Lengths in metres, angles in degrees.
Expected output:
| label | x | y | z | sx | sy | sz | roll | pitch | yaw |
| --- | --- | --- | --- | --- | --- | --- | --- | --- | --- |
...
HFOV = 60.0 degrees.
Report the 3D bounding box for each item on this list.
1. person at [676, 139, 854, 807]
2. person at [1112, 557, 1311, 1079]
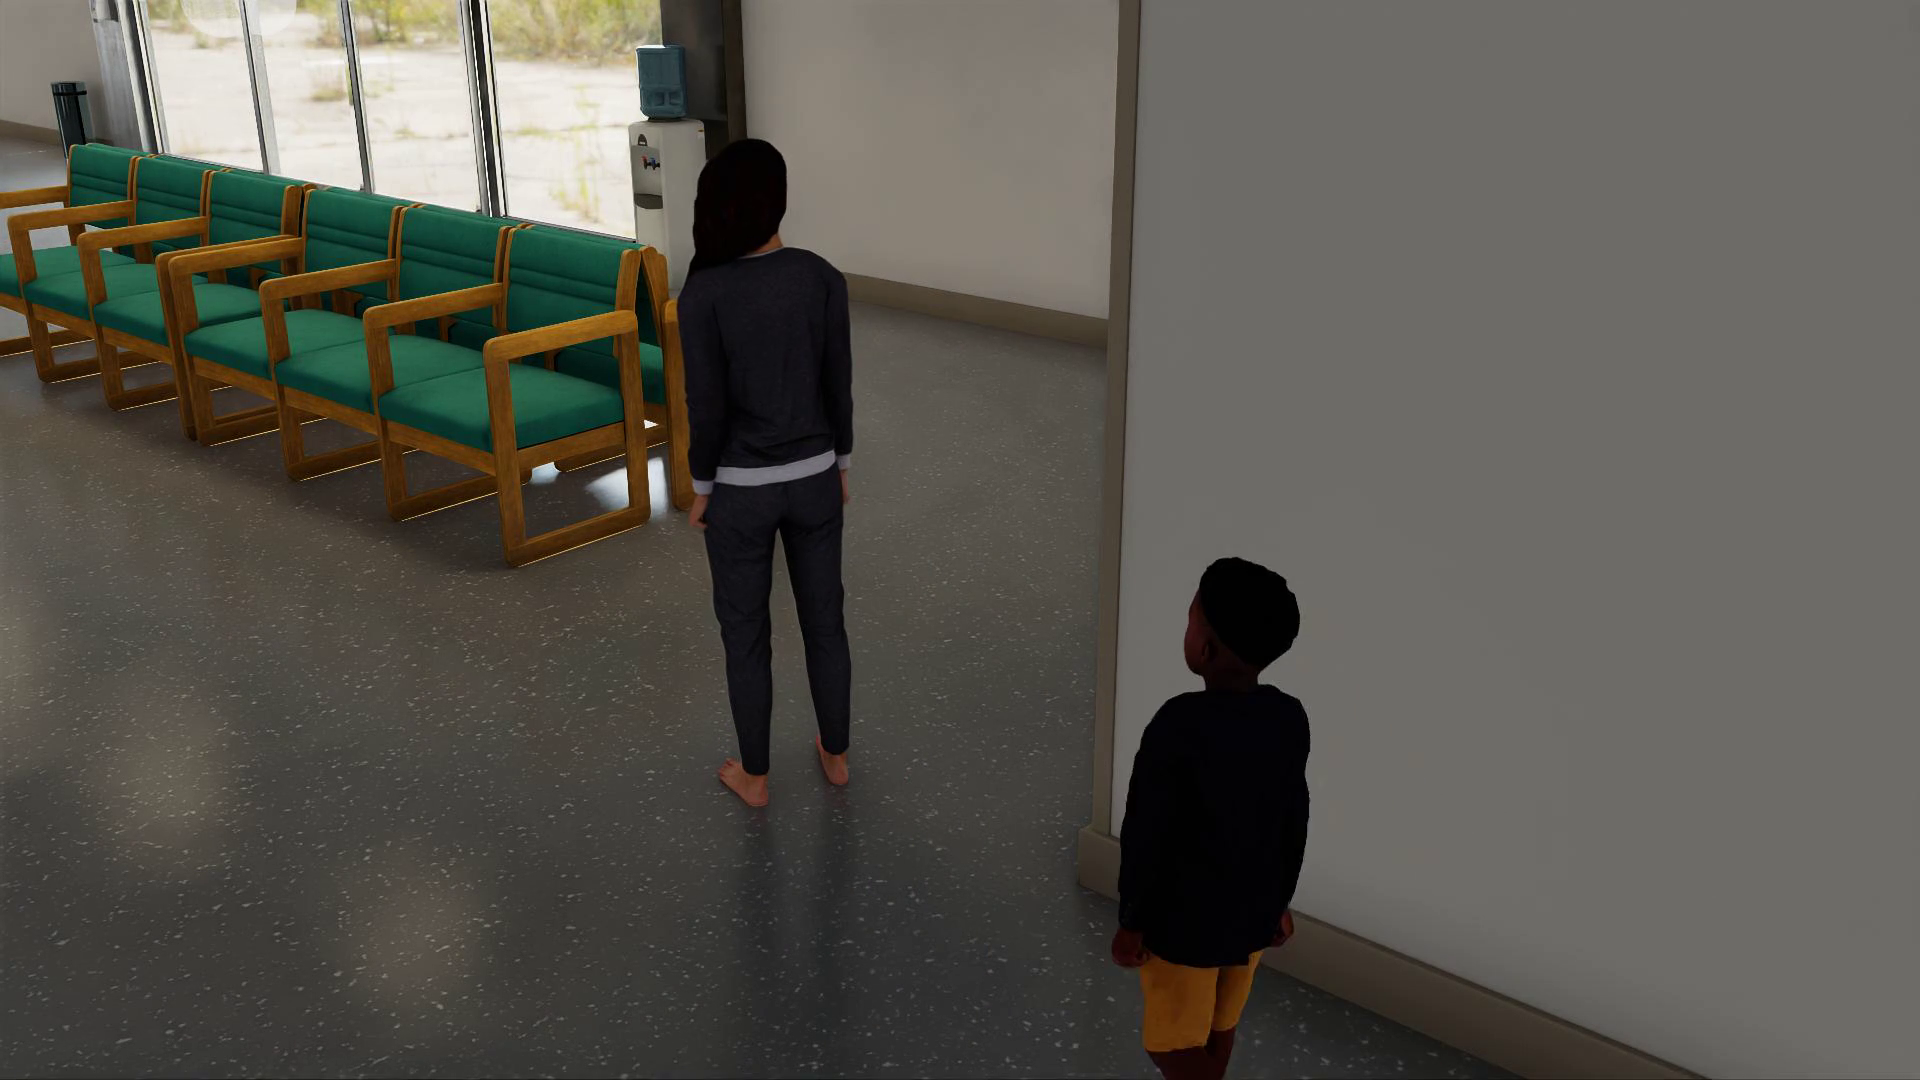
| label | x | y | z | sx | sy | sz | roll | pitch | yaw |
| --- | --- | --- | --- | --- | --- | --- | --- | --- | --- |
| person | -0.485 | -0.154 | 4.352 | 0.600 | 1.771 | 0.744 | -10 | 23 | -24 |
| person | 0.474 | 0.657 | 2.930 | 0.749 | 1.261 | 0.719 | -12 | 24 | -28 |
